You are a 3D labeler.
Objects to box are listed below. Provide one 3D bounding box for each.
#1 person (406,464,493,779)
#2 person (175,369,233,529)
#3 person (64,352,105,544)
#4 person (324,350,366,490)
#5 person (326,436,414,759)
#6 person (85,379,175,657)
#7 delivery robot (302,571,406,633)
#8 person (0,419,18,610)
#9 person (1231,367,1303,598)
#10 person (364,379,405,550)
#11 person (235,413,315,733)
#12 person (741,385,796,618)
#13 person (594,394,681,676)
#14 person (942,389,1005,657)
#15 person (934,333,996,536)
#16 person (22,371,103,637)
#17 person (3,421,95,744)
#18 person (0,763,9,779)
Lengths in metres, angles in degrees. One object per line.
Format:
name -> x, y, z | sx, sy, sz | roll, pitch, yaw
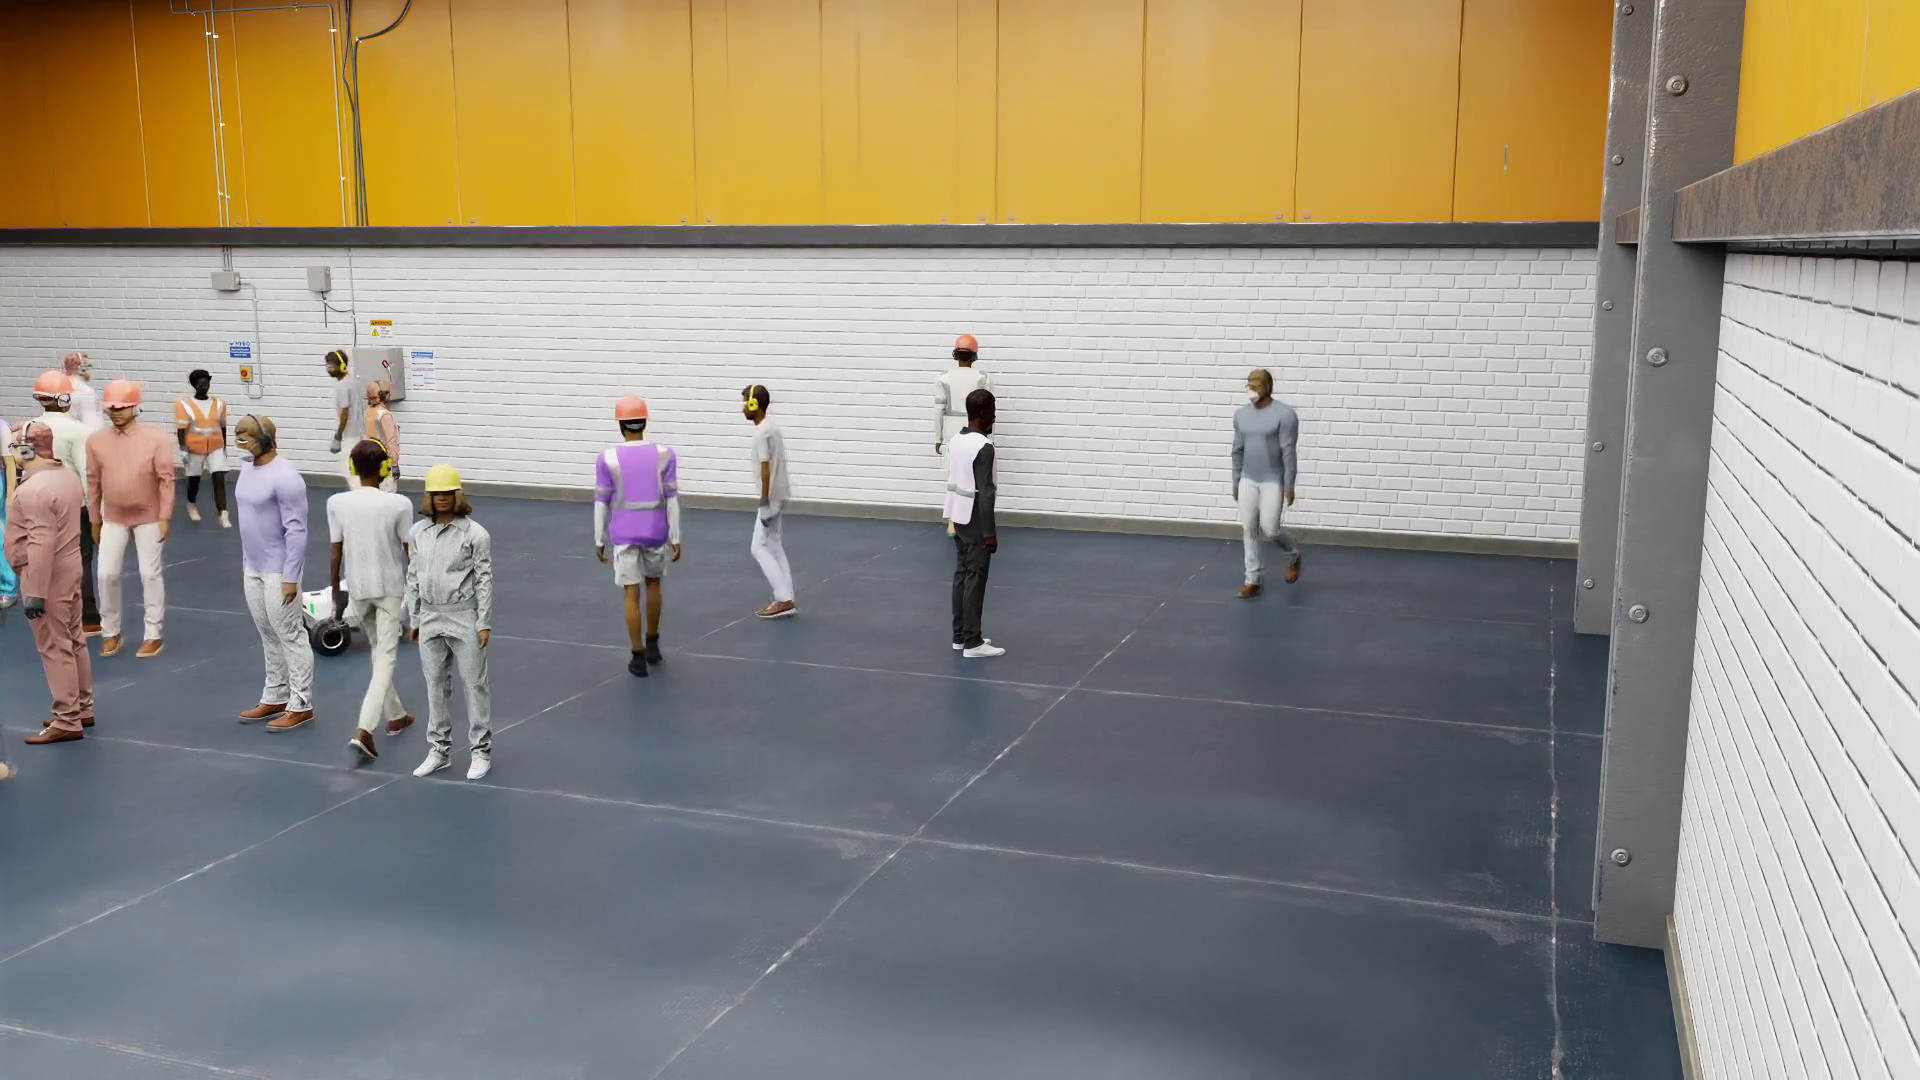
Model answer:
person -> -2.803, 0.448, 9.127 | 0.491, 1.746, 0.286 | 2, 10, 11
person -> -7.927, -0.963, 17.369 | 0.537, 1.664, 0.873 | -9, 13, -40
person -> -8.453, -0.883, 16.207 | 0.677, 1.889, 0.585 | 7, 12, 33
person -> -6.401, -1.064, 17.408 | 0.368, 1.841, 0.838 | -2, 10, -12
person -> -3.381, 0.318, 9.633 | 0.532, 1.833, 0.944 | 1, 10, 3
person -> -5.892, -0.147, 11.808 | 0.647, 1.979, 0.494 | -1, 10, -7
delivery robot -> -4.423, 0.465, 12.120 | 0.707, 0.478, 0.477 | -7, 12, -36
person -> -7.867, -0.357, 13.375 | 0.571, 1.844, 0.376 | 1, 10, 3
person -> 2.569, -0.486, 13.881 | 0.621, 1.922, 0.648 | -10, 14, -44
person -> -5.533, -0.715, 15.965 | 0.307, 1.645, 0.514 | -9, 14, -42
person -> -4.159, 0.190, 10.055 | 0.627, 1.934, 0.370 | 9, 13, 40
person -> -1.514, -0.309, 13.153 | 0.462, 1.834, 0.548 | 1, 10, 8
person -> -2.241, -0.051, 11.466 | 0.564, 1.909, 0.734 | -4, 11, -20
person -> 0.092, -0.120, 11.873 | 0.397, 1.911, 0.587 | -4, 11, -21
person -> 0.053, -1.050, 16.725 | 0.616, 2.041, 0.379 | 1, 10, 6
person -> -6.680, -0.262, 12.421 | 0.612, 1.997, 0.375 | 3, 10, 14
person -> -5.400, 0.244, 9.828 | 0.407, 1.905, 0.655 | -2, 10, -12
person -> -5.391, 0.368, 8.745 | 0.535, 2.000, 0.806 | 4, 11, 23
